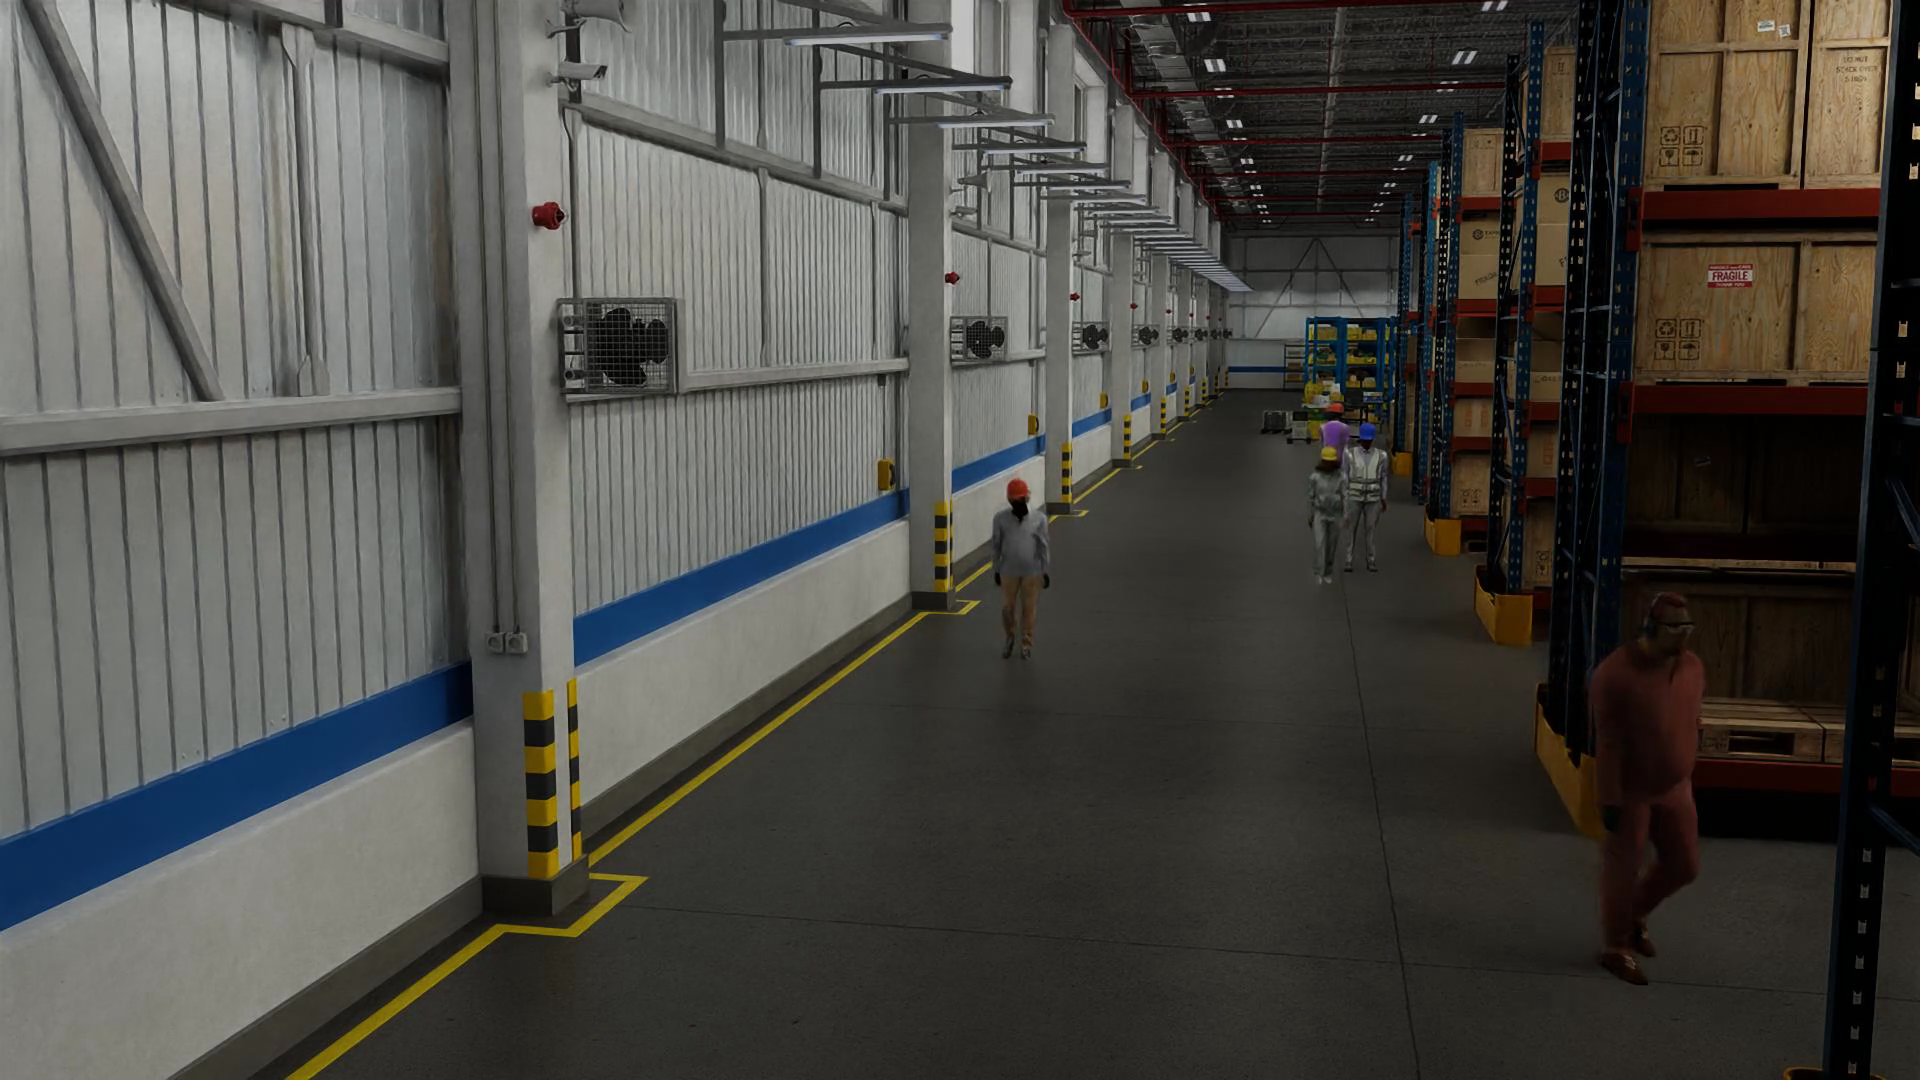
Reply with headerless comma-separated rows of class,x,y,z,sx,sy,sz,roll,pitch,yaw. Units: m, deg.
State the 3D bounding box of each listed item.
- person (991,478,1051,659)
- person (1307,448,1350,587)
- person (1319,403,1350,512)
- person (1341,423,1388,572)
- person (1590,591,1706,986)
person,0.576,0.276,15.708,0.574,1.730,0.469,1,7,4
person,4.490,-0.268,20.228,0.499,1.694,0.929,0,7,4
person,6.430,-1.392,28.484,0.551,1.888,0.955,3,8,26
person,5.221,-0.546,21.502,0.602,1.939,0.398,0,7,3
person,3.280,1.173,7.938,0.656,1.892,0.438,-2,7,-17
